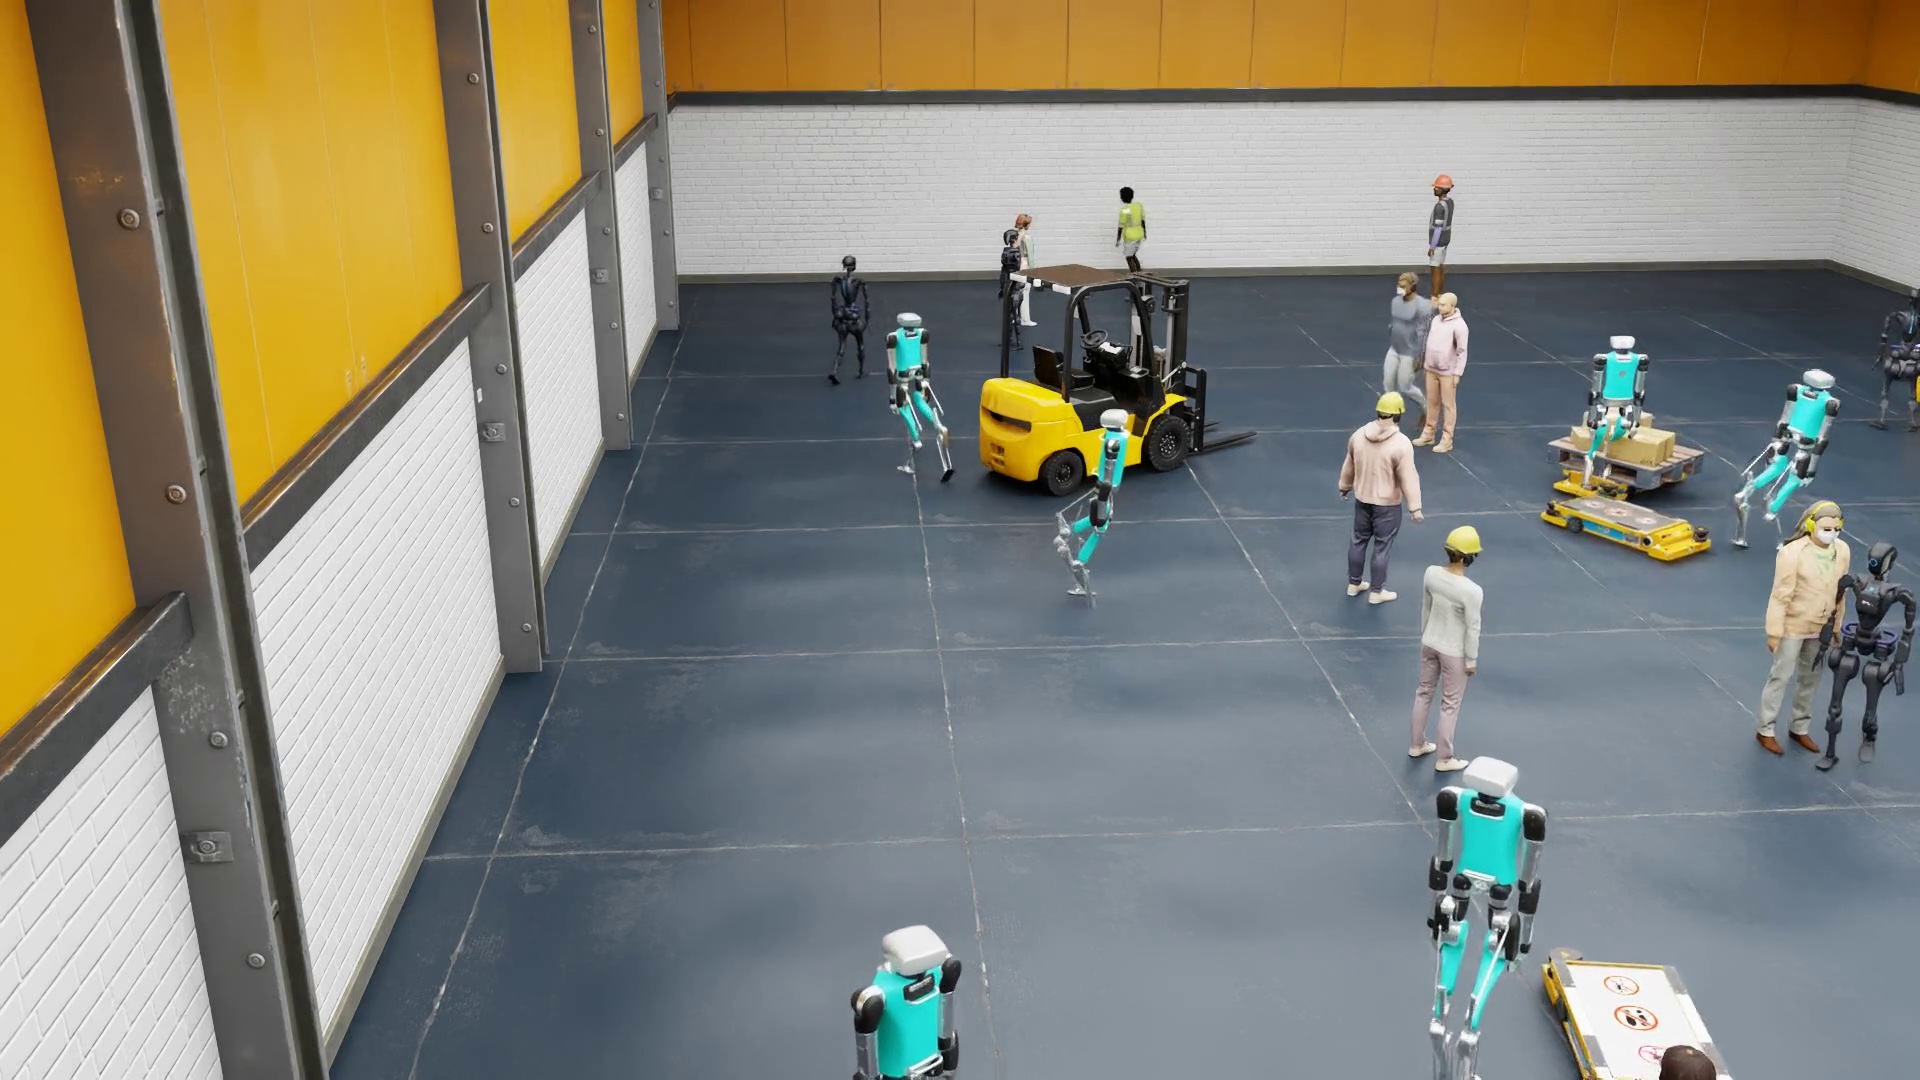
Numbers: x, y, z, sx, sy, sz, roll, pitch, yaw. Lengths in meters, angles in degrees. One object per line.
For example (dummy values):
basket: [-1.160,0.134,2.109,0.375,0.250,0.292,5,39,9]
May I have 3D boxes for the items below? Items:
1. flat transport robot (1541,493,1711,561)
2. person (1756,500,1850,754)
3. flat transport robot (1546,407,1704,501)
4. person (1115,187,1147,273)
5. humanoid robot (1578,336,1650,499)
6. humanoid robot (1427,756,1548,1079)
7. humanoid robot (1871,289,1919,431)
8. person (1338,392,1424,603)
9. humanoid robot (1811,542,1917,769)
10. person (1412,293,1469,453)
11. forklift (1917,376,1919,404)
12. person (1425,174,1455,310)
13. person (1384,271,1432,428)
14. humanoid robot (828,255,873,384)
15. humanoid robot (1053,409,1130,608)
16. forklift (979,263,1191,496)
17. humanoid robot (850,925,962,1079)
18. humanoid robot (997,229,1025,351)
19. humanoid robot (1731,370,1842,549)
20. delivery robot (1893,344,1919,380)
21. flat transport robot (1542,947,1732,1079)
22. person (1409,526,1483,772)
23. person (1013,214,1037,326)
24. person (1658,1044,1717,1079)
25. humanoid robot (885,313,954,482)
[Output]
flat transport robot: [6.402,-0.144,16.020,0.659,0.231,1.431,-13,24,-31]
person: [5.911,0.599,11.685,0.569,1.868,0.408,-4,20,-10]
flat transport robot: [6.935,-0.664,17.435,1.431,0.231,0.659,-15,25,-35]
person: [2.775,-4.903,26.956,0.366,1.655,0.588,18,26,39]
humanoid robot: [6.571,-1.188,16.866,0.544,1.890,0.670,2,20,7]
humanoid robot: [2.453,2.020,8.099,0.561,1.855,0.767,13,24,31]
humanoid robot: [10.959,-2.087,19.281,0.637,1.640,0.376,7,21,19]
person: [3.590,-0.358,14.301,0.438,1.858,0.810,-17,26,-39]
humanoid robot: [6.227,0.785,11.447,0.531,1.642,0.612,-18,27,-40]
person: [5.394,-1.875,18.536,0.398,1.781,0.539,-12,23,-29]
forklift: [12.602,-2.435,19.475,2.313,2.155,1.214,-1,20,-4]
person: [7.318,-4.566,25.493,0.366,2.047,0.606,11,23,28]
person: [5.142,-2.142,19.073,0.729,1.916,0.634,-9,22,-23]
humanoid robot: [-1.448,-2.822,21.351,0.603,1.657,0.744,10,22,25]
humanoid robot: [1.048,-0.219,14.203,0.759,1.858,0.533,4,21,11]
forklift: [1.315,-1.764,17.646,2.313,2.155,1.214,-14,24,-33]
humanoid robot: [-0.024,2.510,6.752,0.550,1.830,0.861,-18,27,-40]
humanoid robot: [0.717,-3.465,23.004,0.315,1.657,0.599,-8,22,-20]
humanoid robot: [7.532,-0.679,15.383,0.860,1.774,0.570,-8,21,-20]
delivery robot: [12.458,-2.309,21.523,0.793,0.608,0.499,-16,25,-36]
flat transport robot: [3.491,2.599,8.547,0.659,0.231,1.431,2,20,6]
person: [3.368,0.740,11.449,0.331,1.759,0.520,-11,23,-27]
person: [0.914,-3.971,24.454,0.308,1.639,0.514,-13,24,-31]
person: [2.607,2.663,6.195,0.469,1.768,0.376,-3,20,-8]
humanoid robot: [-0.349,-1.450,17.485,0.538,1.769,0.970,-15,25,-35]
